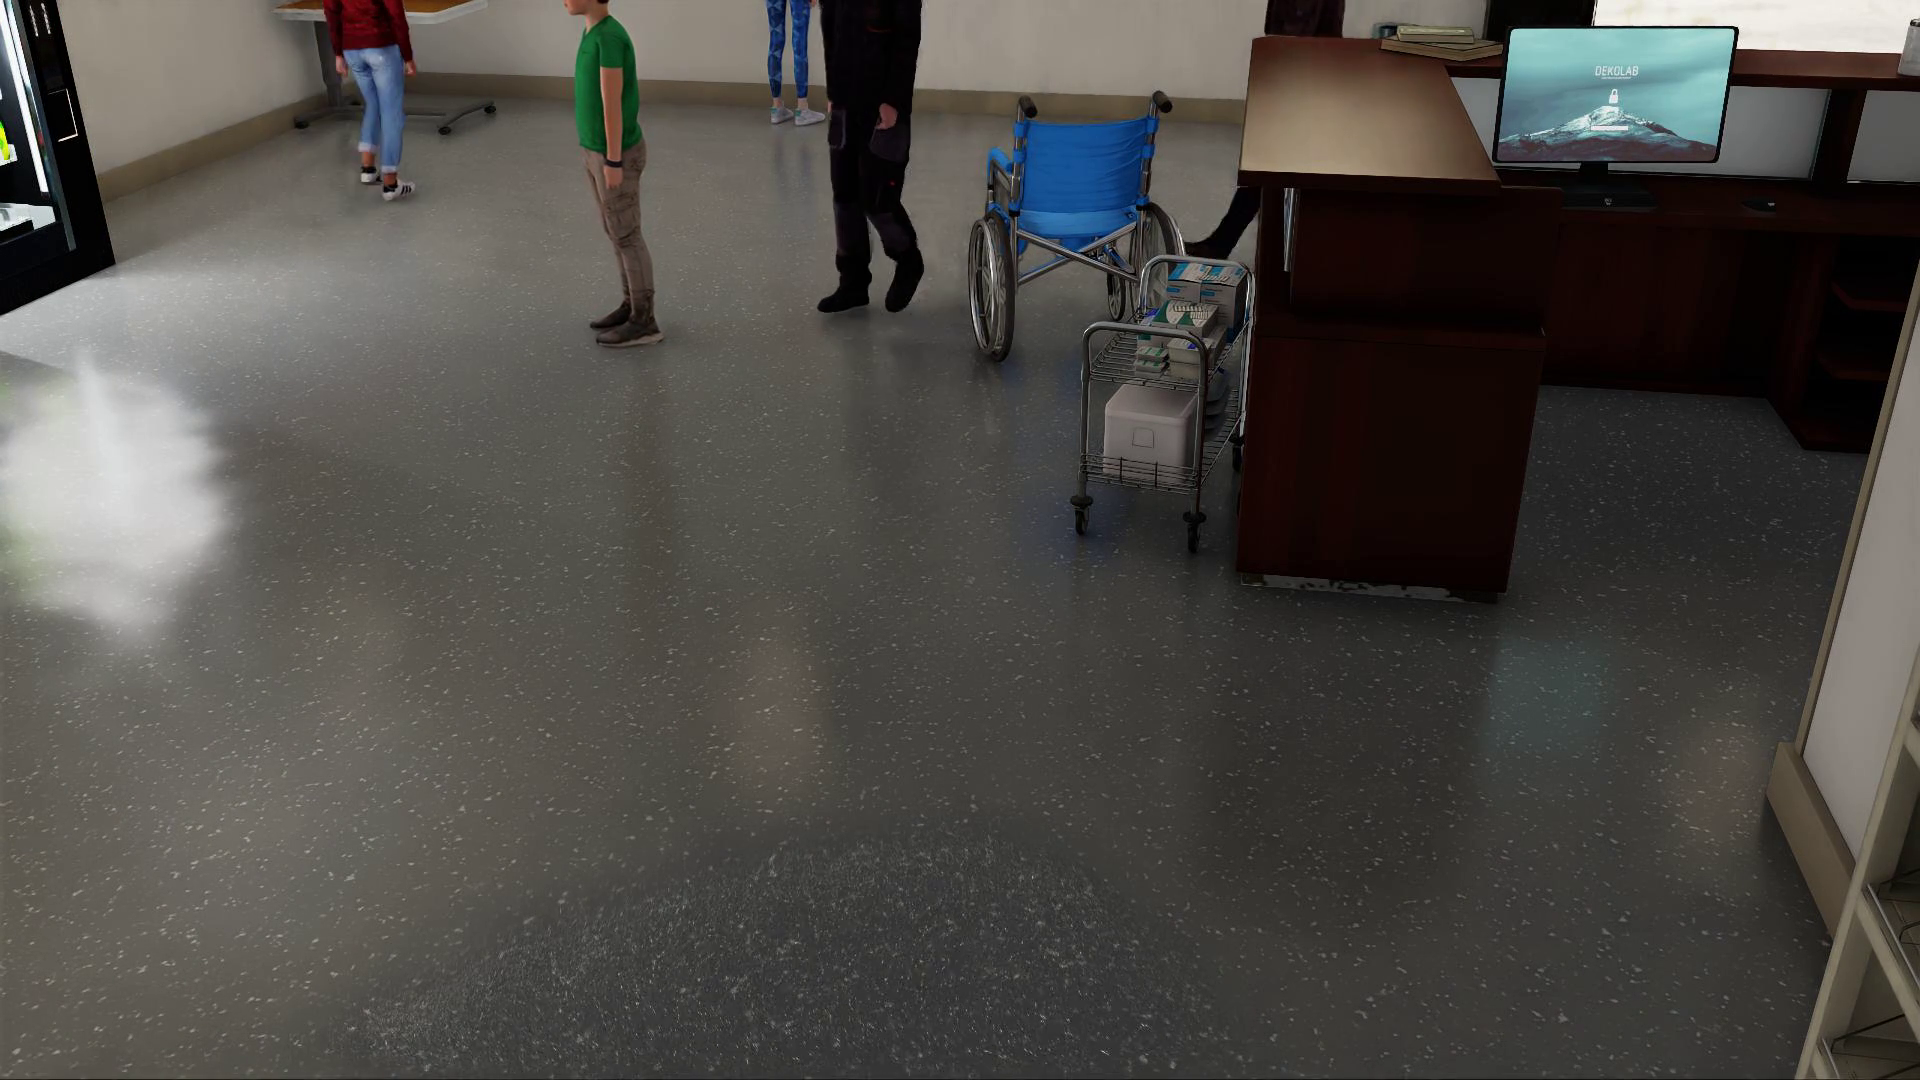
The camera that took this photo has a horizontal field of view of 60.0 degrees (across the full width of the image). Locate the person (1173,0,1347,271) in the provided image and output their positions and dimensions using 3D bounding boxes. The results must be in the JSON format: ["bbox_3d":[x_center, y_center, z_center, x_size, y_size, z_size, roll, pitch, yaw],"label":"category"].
[{"bbox_3d":[1.664,-2.014,7.694,0.841,1.787,1.128,3,26,6],"label":"person"}]

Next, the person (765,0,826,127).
[{"bbox_3d":[-1.170,-3.736,11.268,0.635,1.785,0.650,11,28,22],"label":"person"}]

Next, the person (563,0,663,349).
[{"bbox_3d":[-1.472,-1.660,7.120,0.717,1.649,0.632,-11,28,-22],"label":"person"}]

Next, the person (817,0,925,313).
[{"bbox_3d":[-0.349,-1.893,7.328,0.822,1.889,0.855,19,32,35],"label":"person"}]

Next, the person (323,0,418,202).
[{"bbox_3d":[-3.329,-2.703,9.315,0.632,1.621,0.597,8,27,15],"label":"person"}]
